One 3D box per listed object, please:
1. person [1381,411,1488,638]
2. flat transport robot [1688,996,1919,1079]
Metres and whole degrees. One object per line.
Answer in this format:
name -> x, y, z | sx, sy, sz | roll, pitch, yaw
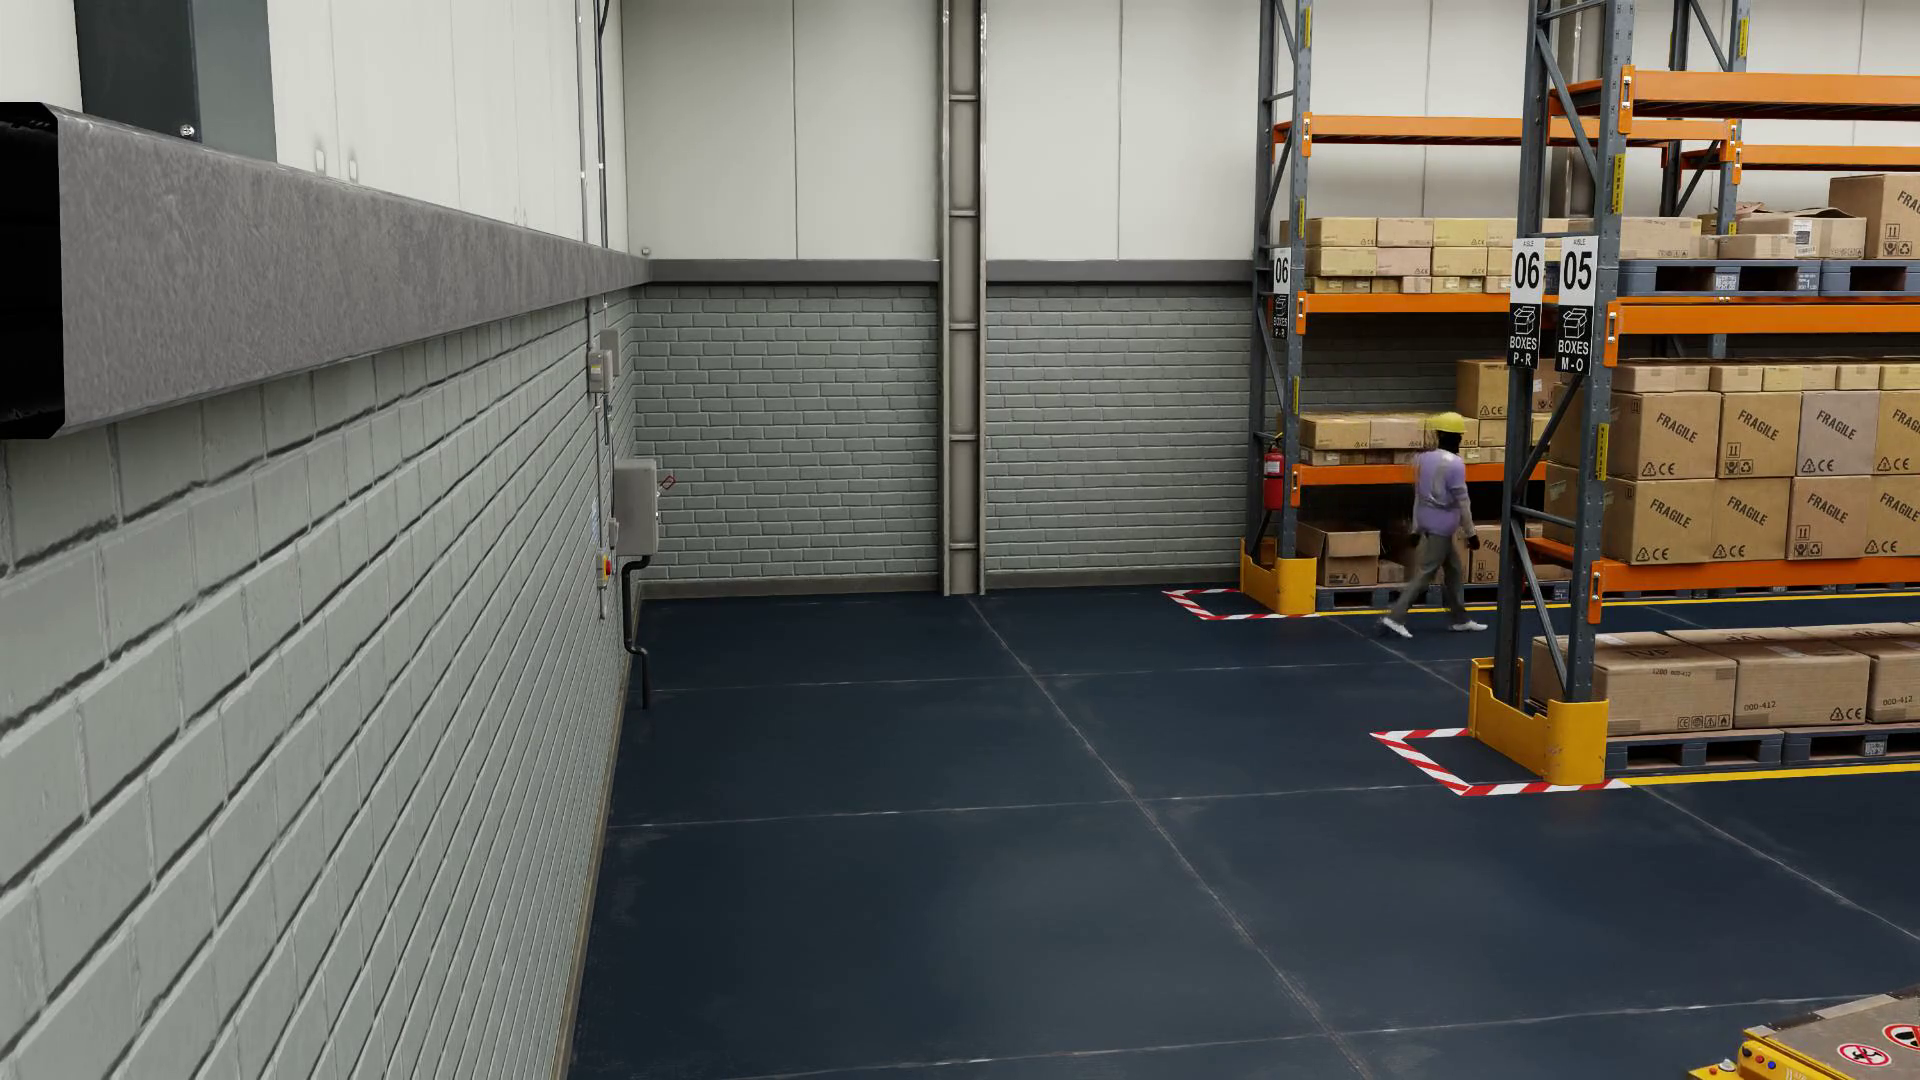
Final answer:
person -> 3.934, -0.125, 13.763 | 0.979, 1.881, 0.588 | -1, 9, -7
flat transport robot -> 3.441, 1.925, 6.067 | 1.431, 0.197, 0.652 | -4, 10, -24
